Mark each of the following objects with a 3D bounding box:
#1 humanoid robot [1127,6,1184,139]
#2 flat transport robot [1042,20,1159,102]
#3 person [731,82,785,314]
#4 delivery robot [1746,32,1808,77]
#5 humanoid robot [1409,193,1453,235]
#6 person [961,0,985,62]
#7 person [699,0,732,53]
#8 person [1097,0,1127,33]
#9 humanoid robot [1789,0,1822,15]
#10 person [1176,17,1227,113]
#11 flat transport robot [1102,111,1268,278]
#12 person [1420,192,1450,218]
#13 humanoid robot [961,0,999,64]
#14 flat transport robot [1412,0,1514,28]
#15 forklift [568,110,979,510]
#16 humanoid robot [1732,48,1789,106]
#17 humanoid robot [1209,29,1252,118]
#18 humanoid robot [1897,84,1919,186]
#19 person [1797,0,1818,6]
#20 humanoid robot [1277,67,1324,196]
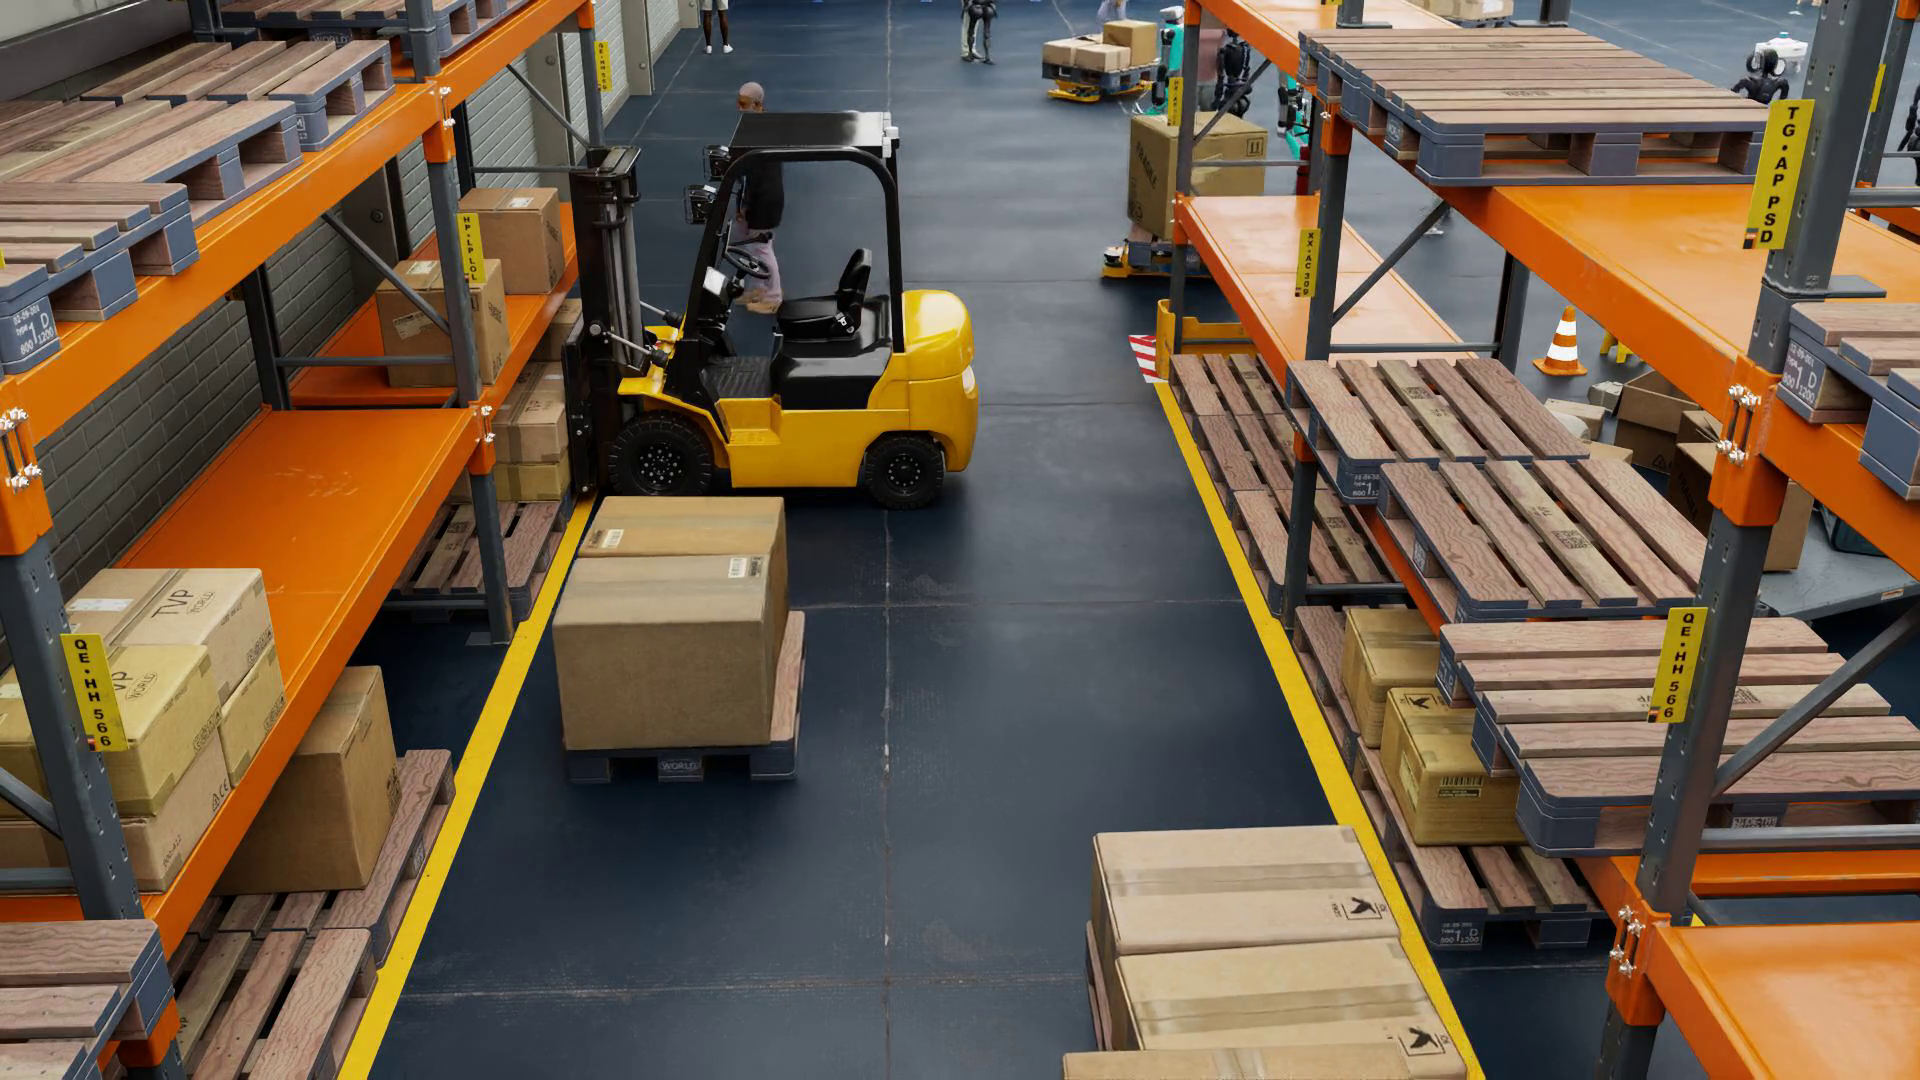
[{"bbox_3d":[2.015,-4.695,17.565,0.675,1.827,0.542,11,27,22],"label":"humanoid robot"},{"bbox_3d":[1.872,-6.019,22.051,0.659,0.231,1.431,23,34,40],"label":"flat transport robot"},{"bbox_3d":[-1.684,-2.683,13.147,0.595,1.833,0.555,-1,25,-3],"label":"person"},{"bbox_3d":[11.551,-6.855,23.476,0.758,0.587,0.525,-10,27,-20],"label":"delivery robot"},{"bbox_3d":[4.476,-3.640,15.303,0.669,1.808,0.557,1,25,3],"label":"humanoid robot"},{"bbox_3d":[0.202,-7.899,24.294,0.345,1.747,0.571,11,27,21],"label":"person"},{"bbox_3d":[-3.703,-8.282,24.935,0.544,1.899,0.377,-2,25,-5],"label":"person"},{"bbox_3d":[2.203,-8.027,24.473,0.676,1.822,0.603,-7,26,-14],"label":"person"},{"bbox_3d":[14.703,-9.817,28.461,0.558,1.857,0.826,-9,27,-18],"label":"humanoid robot"},{"bbox_3d":[2.553,-4.857,17.644,0.644,1.937,0.402,-10,27,-20],"label":"person"},{"bbox_3d":[1.983,-2.431,14.451,1.431,0.231,0.659,4,26,9],"label":"flat transport robot"},{"bbox_3d":[4.631,-3.923,15.917,0.393,1.703,0.473,-4,26,-8],"label":"person"},{"bbox_3d":[0.311,-7.772,24.125,0.590,1.635,0.447,-14,29,-27],"label":"humanoid robot"},{"bbox_3d":[7.810,-7.951,26.141,1.431,0.231,0.659,-16,30,-30],"label":"flat transport robot"},{"bbox_3d":[-1.043,-1.379,9.976,2.313,2.155,1.214,-1,25,-2],"label":"forklift"},{"bbox_3d":[7.540,-3.847,15.849,0.615,1.618,0.775,0,25,1],"label":"humanoid robot"},{"bbox_3d":[2.881,-4.684,17.577,0.311,1.654,0.609,21,33,38],"label":"humanoid robot"},{"bbox_3d":[9.169,-3.784,15.688,0.611,1.641,0.512,23,34,39],"label":"humanoid robot"},{"bbox_3d":[15.355,-10.546,29.739,0.533,1.893,0.398,20,32,36],"label":"person"},{"bbox_3d":[3.396,-4.093,16.322,0.663,1.856,0.530,12,28,24],"label":"humanoid robot"}]
